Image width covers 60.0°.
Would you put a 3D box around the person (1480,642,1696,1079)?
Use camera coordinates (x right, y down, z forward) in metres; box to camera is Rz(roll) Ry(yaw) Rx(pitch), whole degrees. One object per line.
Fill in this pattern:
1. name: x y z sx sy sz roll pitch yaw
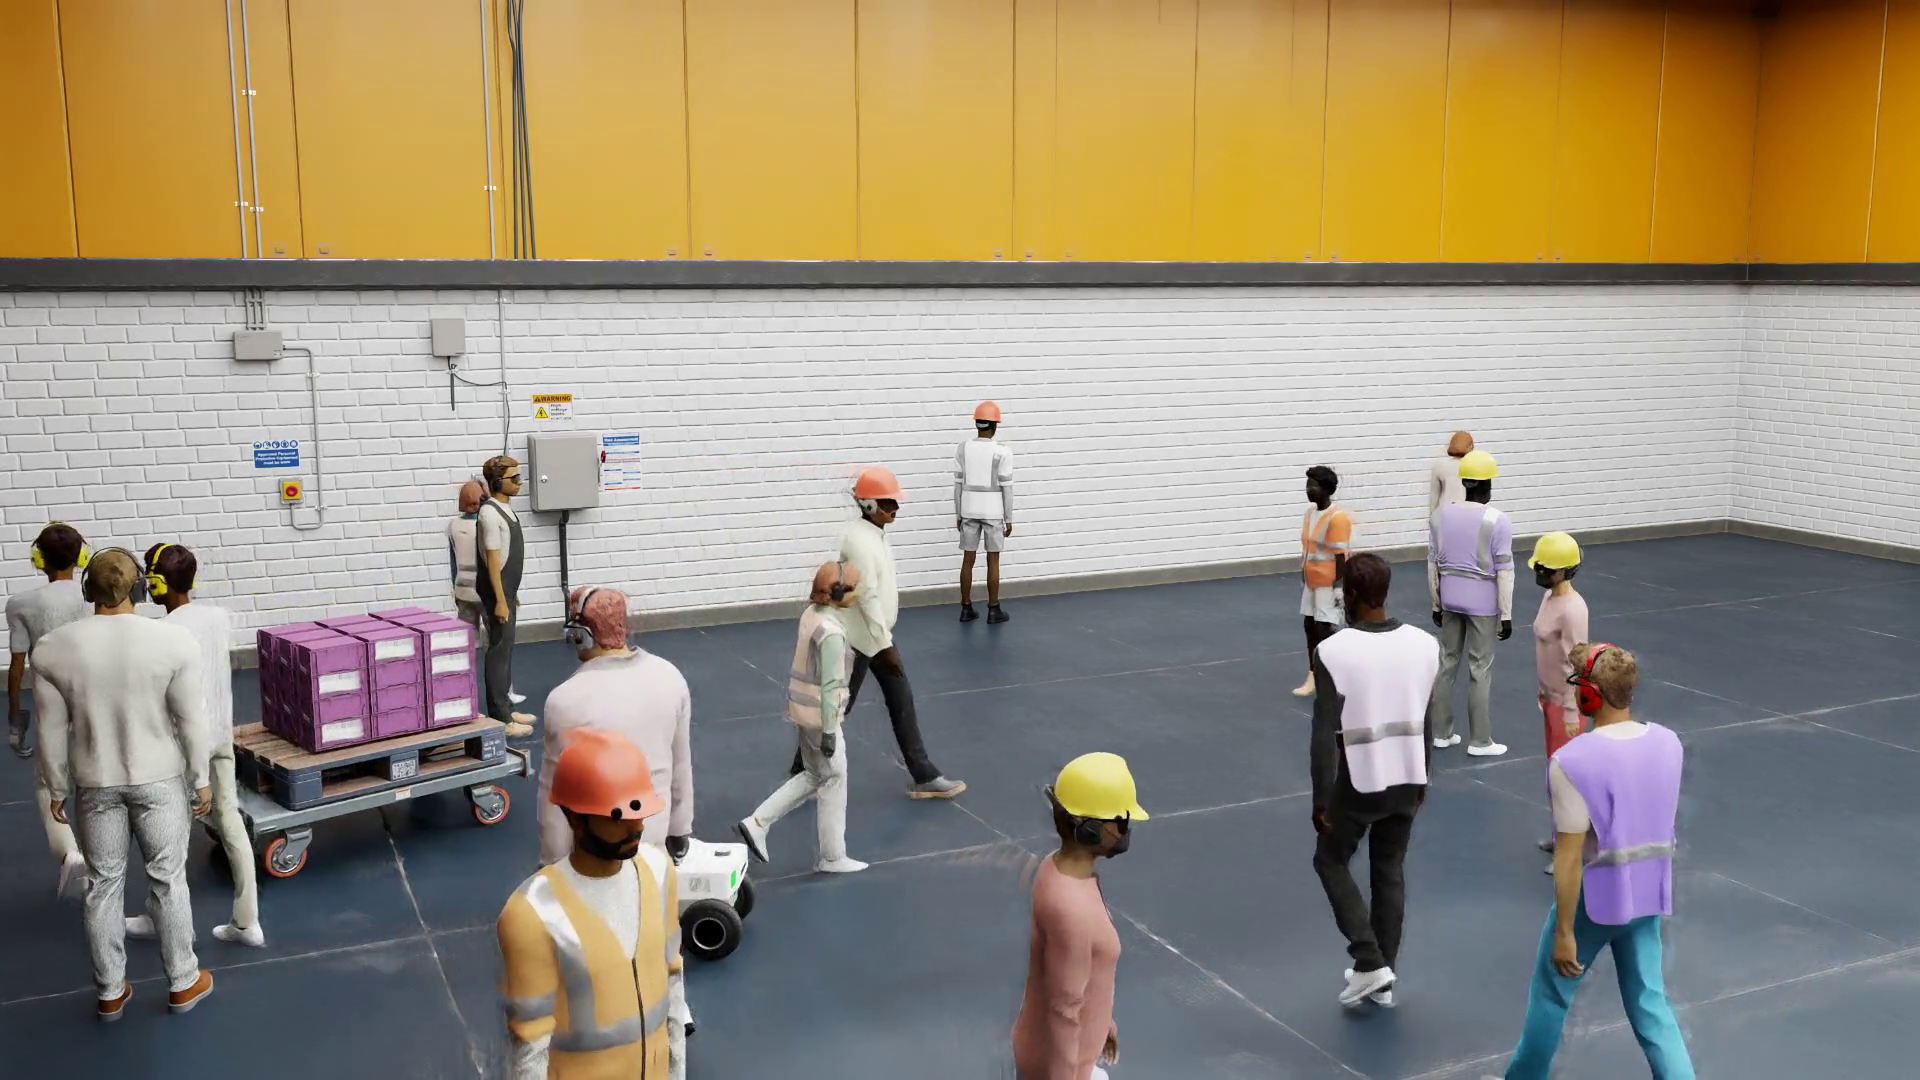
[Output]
1. person: 2.224 1.246 5.657 0.573 1.795 0.987 -4 10 -22

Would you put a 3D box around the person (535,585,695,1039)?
1. person: -1.312 1.101 6.210 0.416 1.891 0.636 6 11 32

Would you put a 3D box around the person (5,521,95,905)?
1. person: -4.251 0.839 7.964 0.535 1.847 0.600 -7 11 -37

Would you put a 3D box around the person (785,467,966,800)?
1. person: -0.528 0.552 9.488 1.050 1.946 0.628 2 9 13

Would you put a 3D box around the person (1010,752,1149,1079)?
1. person: 0.407 1.434 4.603 0.815 1.731 0.543 0 9 -2

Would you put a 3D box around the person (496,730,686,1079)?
1. person: -0.955 1.398 4.295 0.748 1.916 0.549 7 11 35

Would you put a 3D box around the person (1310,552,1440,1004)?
1. person: 1.702 0.999 6.857 0.612 1.887 0.454 -3 10 -16

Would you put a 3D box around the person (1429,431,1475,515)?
1. person: 4.549 -0.203 15.205 0.519 1.579 0.842 6 11 31

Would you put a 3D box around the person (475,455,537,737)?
1. person: -2.992 0.362 10.924 0.343 1.847 0.506 -1 9 -8

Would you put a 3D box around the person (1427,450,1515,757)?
1. person: 3.208 0.398 10.444 0.361 1.930 0.587 -8 12 -40

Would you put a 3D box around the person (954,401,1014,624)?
1. person: 0.217 -0.235 14.385 0.541 1.929 0.383 3 10 20

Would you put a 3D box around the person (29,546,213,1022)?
1. person: -3.373 0.988 6.757 0.636 1.936 0.355 -2 9 -14

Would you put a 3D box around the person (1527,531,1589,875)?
1. person: 3.025 0.811 8.452 0.381 1.754 0.587 1 9 7

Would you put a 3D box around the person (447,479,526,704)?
1. person: -3.334 0.391 11.456 0.528 1.617 0.661 6 11 31

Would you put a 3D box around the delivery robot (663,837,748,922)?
1. delivery robot: -1.328 1.510 7.508 0.707 0.478 0.477 0 9 1

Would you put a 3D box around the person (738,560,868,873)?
1. person: -0.782 0.898 8.306 0.585 1.617 0.543 -3 10 -19

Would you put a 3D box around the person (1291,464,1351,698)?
1. person: 2.636 0.296 11.813 0.477 1.680 0.553 -3 10 -17

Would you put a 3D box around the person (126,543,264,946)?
1. person: -3.514 0.923 7.489 0.831 1.837 0.509 4 10 25
